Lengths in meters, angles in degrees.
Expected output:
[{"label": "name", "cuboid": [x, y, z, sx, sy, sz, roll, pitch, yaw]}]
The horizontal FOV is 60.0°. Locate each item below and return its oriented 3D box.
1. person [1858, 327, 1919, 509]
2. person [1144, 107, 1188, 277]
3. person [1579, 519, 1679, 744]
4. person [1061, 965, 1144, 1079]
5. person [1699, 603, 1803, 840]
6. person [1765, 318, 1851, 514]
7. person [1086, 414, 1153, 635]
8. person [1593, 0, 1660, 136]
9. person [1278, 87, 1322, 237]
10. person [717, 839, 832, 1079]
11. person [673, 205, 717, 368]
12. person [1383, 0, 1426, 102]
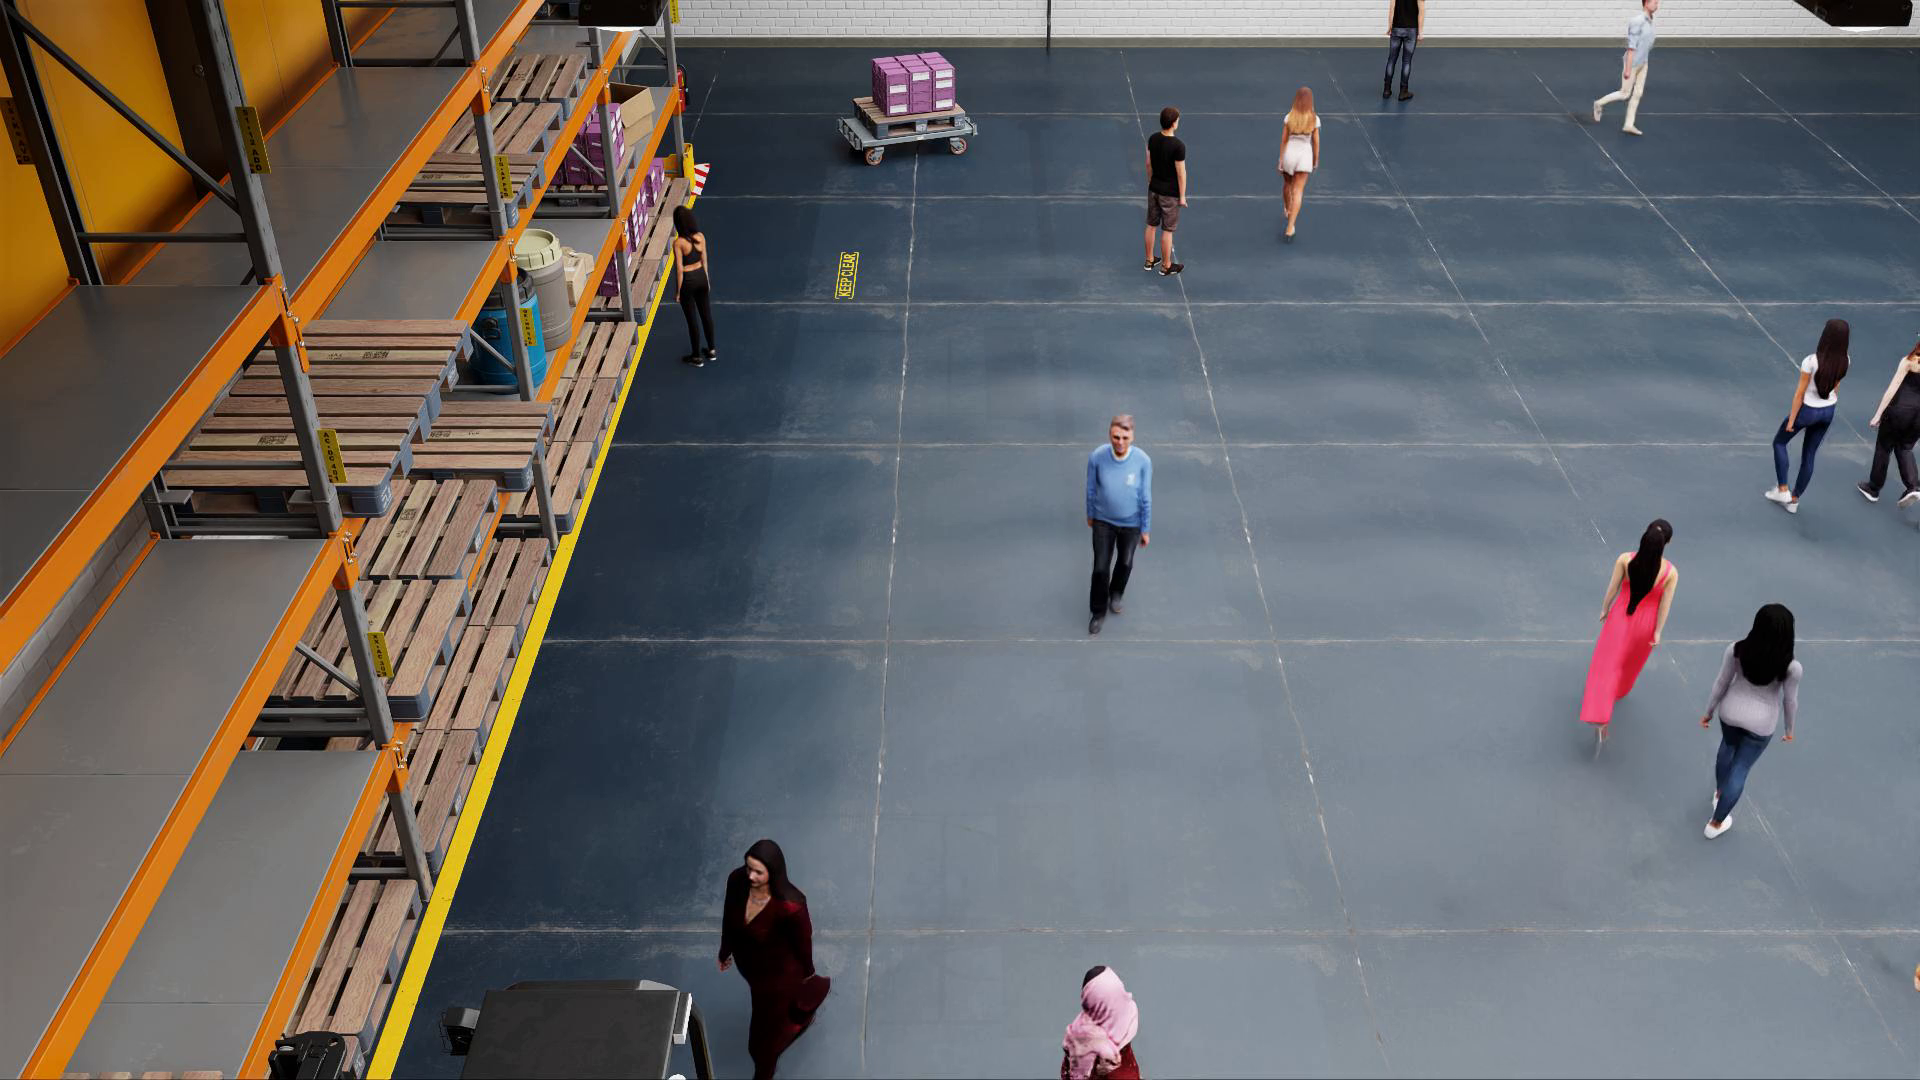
[{"label": "person", "cuboid": [8.042, -1.022, 14.022, 0.684, 1.725, 0.888, -4, 34, -6]}, {"label": "person", "cuboid": [2.215, -3.801, 18.080, 0.818, 1.862, 0.757, -29, 43, -36]}, {"label": "person", "cuboid": [4.635, 0.648, 11.545, 0.913, 1.685, 1.178, 15, 37, 22]}, {"label": "person", "cuboid": [0.772, 2.796, 8.395, 1.021, 1.595, 1.167, -22, 39, -29]}, {"label": "person", "cuboid": [4.998, 1.208, 10.675, 0.867, 1.717, 0.925, 29, 43, 36]}, {"label": "person", "cuboid": [7.183, -0.994, 13.942, 0.625, 1.767, 0.601, -4, 34, -6]}, {"label": "person", "cuboid": [1.220, -0.220, 12.753, 0.714, 1.794, 0.883, 3, 34, 4]}, {"label": "person", "cuboid": [8.784, -6.259, 21.804, 0.994, 1.833, 1.090, -25, 41, -32]}, {"label": "person", "cuboid": [3.844, -4.280, 18.995, 0.799, 1.646, 1.211, 8, 35, 12]}, {"label": "person", "cuboid": [-0.986, 2.248, 9.115, 1.082, 1.712, 1.193, 24, 40, 31]}, {"label": "person", "cuboid": [-2.619, -2.498, 16.318, 0.627, 1.641, 0.683, -28, 43, -36]}, {"label": "person", "cuboid": [6.124, -7.032, 22.909, 0.759, 1.897, 0.767, 19, 38, 26]}]
